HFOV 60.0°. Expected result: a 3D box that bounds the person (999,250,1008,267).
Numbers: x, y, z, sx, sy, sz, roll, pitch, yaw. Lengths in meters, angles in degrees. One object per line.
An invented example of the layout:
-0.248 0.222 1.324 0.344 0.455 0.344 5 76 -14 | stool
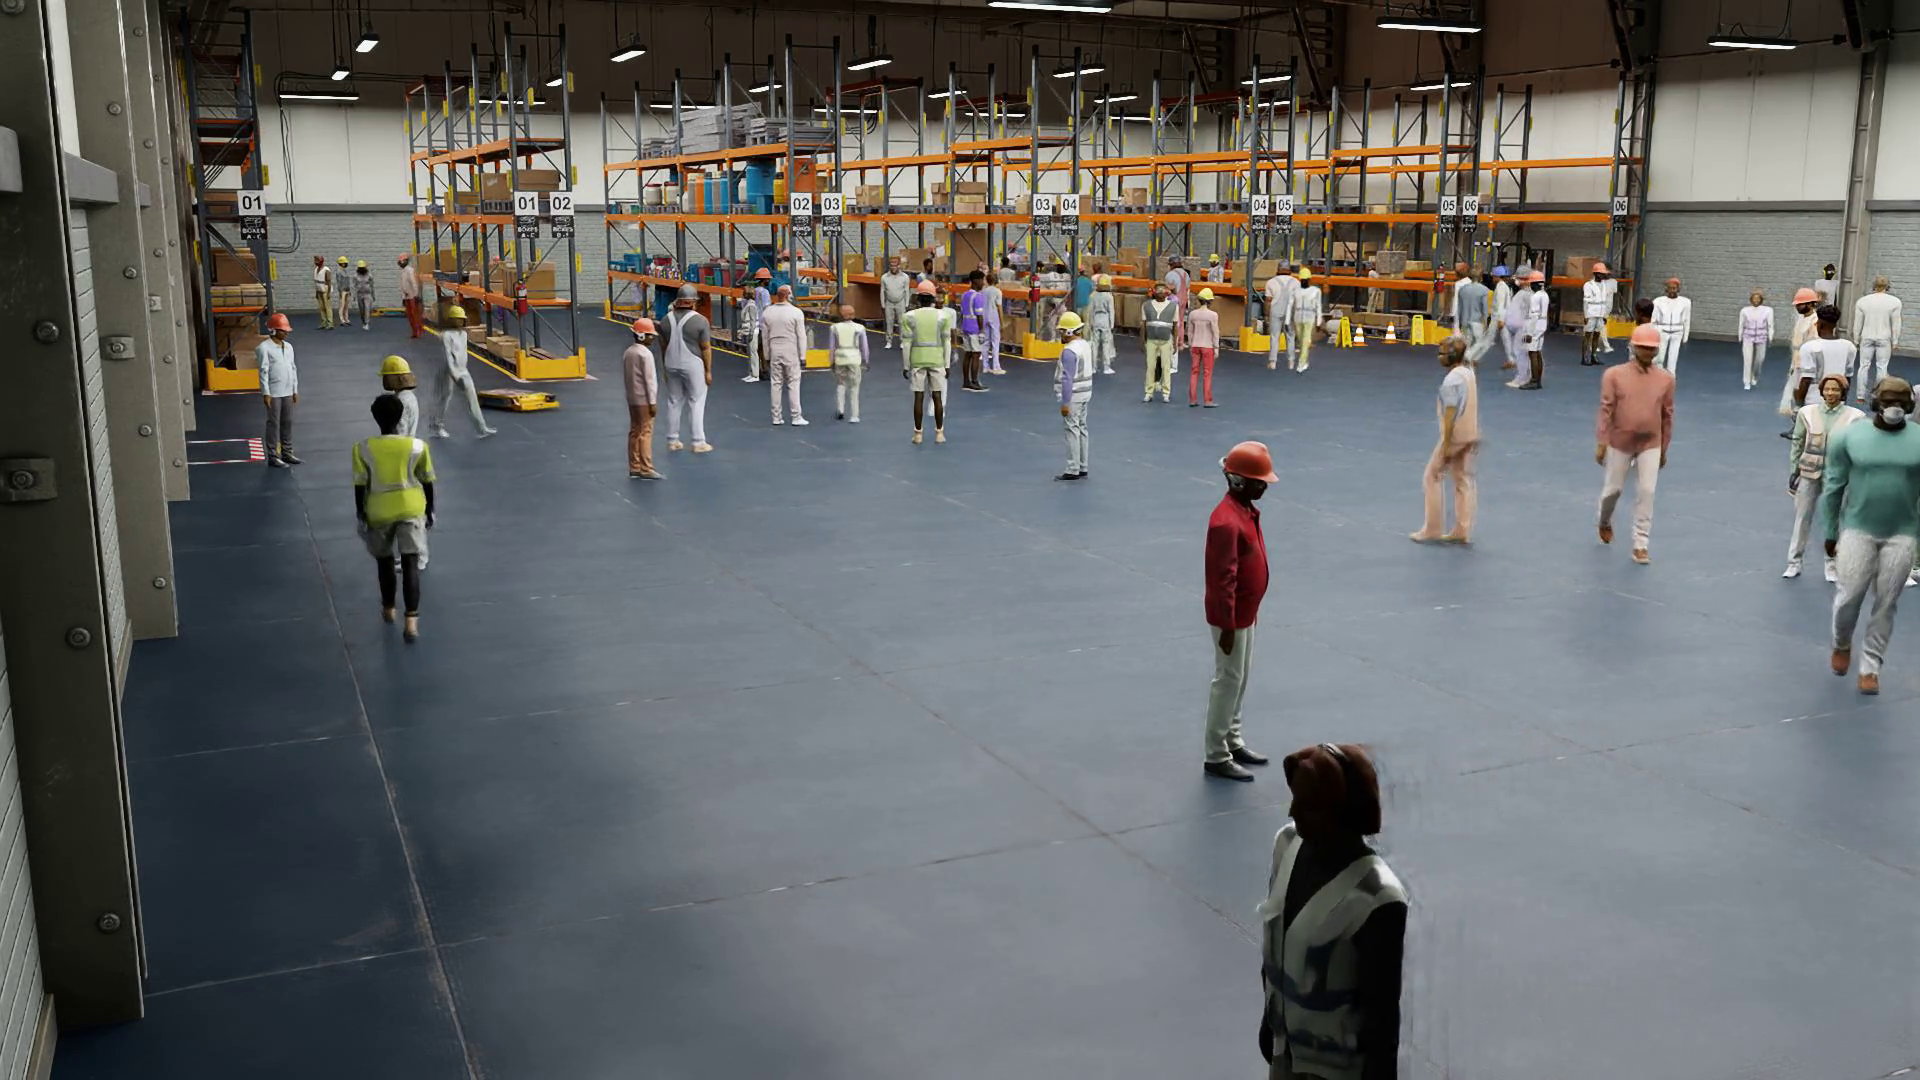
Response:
1.378 -8.530 53.592 0.372 1.753 0.546 2 11 12 | person

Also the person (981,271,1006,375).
0.588 -3.875 29.724 0.507 1.846 0.343 11 15 43 | person

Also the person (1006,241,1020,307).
1.499 -7.878 49.606 0.629 2.023 0.451 -8 14 -36 | person

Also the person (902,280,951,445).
-0.418 -2.206 20.737 0.605 2.044 0.375 -1 11 -5 | person

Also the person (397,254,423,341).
-12.454 -5.498 37.743 0.392 1.947 0.767 -7 13 -33 | person

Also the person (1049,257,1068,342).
2.214 -5.245 36.549 0.643 1.905 0.647 10 15 41 | person

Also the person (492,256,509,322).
-12.186 -6.636 44.014 0.567 1.743 0.347 9 14 38 | person

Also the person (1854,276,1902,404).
13.765 -2.990 24.990 0.628 1.939 0.373 9 14 39 | person

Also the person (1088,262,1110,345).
3.009 -5.137 36.180 0.647 1.817 0.549 -10 15 -41 | person

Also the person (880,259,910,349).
-1.384 -5.004 35.343 0.635 1.900 0.397 1 11 6 | person

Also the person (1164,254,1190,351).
4.459 -4.959 34.731 0.685 2.000 0.535 -11 15 -43 | person

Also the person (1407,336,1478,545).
4.223 -0.864 14.490 0.640 1.828 0.527 10 15 43 | person

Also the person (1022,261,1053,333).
1.690 -5.199 36.498 0.666 1.824 0.792 -2 11 -11 | person

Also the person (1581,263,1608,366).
12.046 -4.271 31.501 0.542 1.938 0.358 -5 12 -23 | person

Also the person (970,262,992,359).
0.453 -4.537 32.926 0.405 1.911 0.636 5 12 24 | person

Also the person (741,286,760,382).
-3.583 -3.524 28.452 0.309 1.644 0.511 -3 12 -14 | person

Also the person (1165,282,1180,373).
3.810 -3.826 30.025 0.313 1.634 0.514 -3 12 -15 | person

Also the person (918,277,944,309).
-0.620 -4.455 33.272 0.540 1.594 0.829 -8 14 -36 | person

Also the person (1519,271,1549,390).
9.376 -3.416 27.158 0.355 1.934 0.552 8 14 37 | person

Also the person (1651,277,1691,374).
11.165 -3.186 26.170 0.578 1.872 0.405 4 12 19 | person

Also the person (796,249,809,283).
-5.030 -8.276 52.360 0.574 1.739 0.349 -3 12 -15 | person

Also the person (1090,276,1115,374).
2.575 -3.874 29.980 0.493 1.742 0.322 8 14 35 | person

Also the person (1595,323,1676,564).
5.620 -0.827 13.904 0.628 1.972 0.813 2 11 8 | person

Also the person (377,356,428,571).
-4.521 -0.624 13.488 0.312 1.735 0.482 -2 11 -10 | person

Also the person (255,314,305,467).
-7.740 -1.704 18.958 0.353 1.741 0.570 3 12 17 | person

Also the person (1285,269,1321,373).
6.262 -4.005 30.321 0.608 1.880 1.003 5 12 26 | person

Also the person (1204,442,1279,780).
1.431 0.357 8.492 0.352 1.738 0.574 4 12 20 | person

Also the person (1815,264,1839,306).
17.298 -4.578 33.235 0.526 1.871 0.324 -1 11 -6 | person

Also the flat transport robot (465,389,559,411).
-6.661 -2.095 24.692 1.431 0.197 0.652 9 15 40 | flat transport robot

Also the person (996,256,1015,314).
1.072 -5.844 39.722 0.505 1.847 0.656 -2 11 -9 | person

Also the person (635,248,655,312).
-8.844 -7.278 46.886 0.834 1.892 0.605 -3 12 -16 | person

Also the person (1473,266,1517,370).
9.832 -4.074 30.601 1.014 1.888 0.629 7 13 31 | person

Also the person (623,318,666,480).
-3.424 -1.525 18.029 0.345 1.745 0.564 -8 14 -36 | person

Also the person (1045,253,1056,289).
2.856 -8.126 51.888 0.548 1.622 0.497 0 11 1 | person

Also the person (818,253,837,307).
-3.962 -7.945 50.251 0.639 1.908 0.409 6 13 29 | person

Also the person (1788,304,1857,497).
8.681 -1.385 16.761 0.608 1.965 0.369 -2 11 -12 | person
